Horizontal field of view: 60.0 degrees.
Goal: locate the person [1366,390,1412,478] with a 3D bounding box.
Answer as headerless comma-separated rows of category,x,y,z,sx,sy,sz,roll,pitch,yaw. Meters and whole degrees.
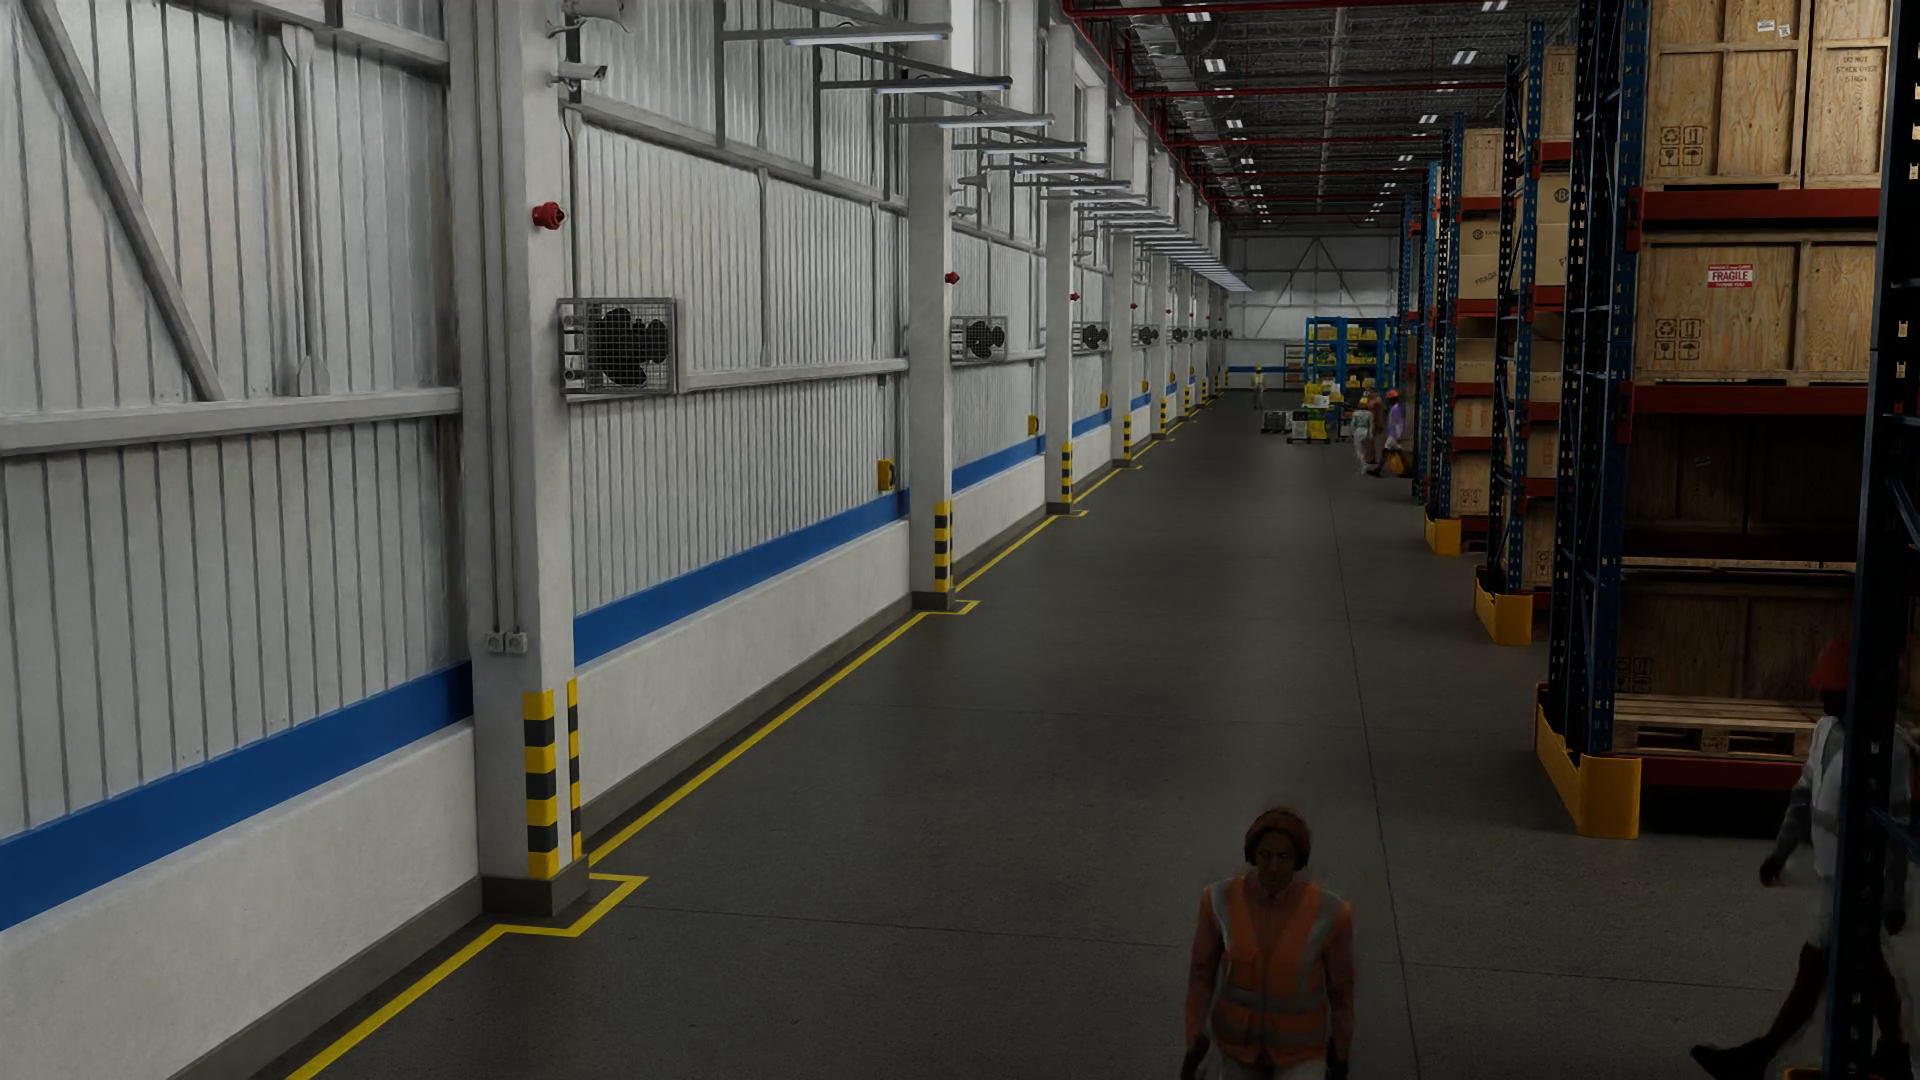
person,9.186,-2.244,35.344,0.971,1.879,0.545,2,7,17

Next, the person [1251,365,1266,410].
person,11.930,-6.101,66.578,0.606,1.792,0.914,0,7,1

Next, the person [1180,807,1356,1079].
person,0.948,1.653,5.208,0.520,1.614,0.729,3,8,22

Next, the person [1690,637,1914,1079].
person,3.456,1.322,6.718,0.985,1.882,0.571,1,7,6

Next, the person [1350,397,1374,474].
person,8.725,-2.245,36.026,0.511,1.710,0.634,0,7,-3

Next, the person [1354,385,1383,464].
person,9.506,-2.677,38.888,0.982,1.856,0.660,-5,8,-33
